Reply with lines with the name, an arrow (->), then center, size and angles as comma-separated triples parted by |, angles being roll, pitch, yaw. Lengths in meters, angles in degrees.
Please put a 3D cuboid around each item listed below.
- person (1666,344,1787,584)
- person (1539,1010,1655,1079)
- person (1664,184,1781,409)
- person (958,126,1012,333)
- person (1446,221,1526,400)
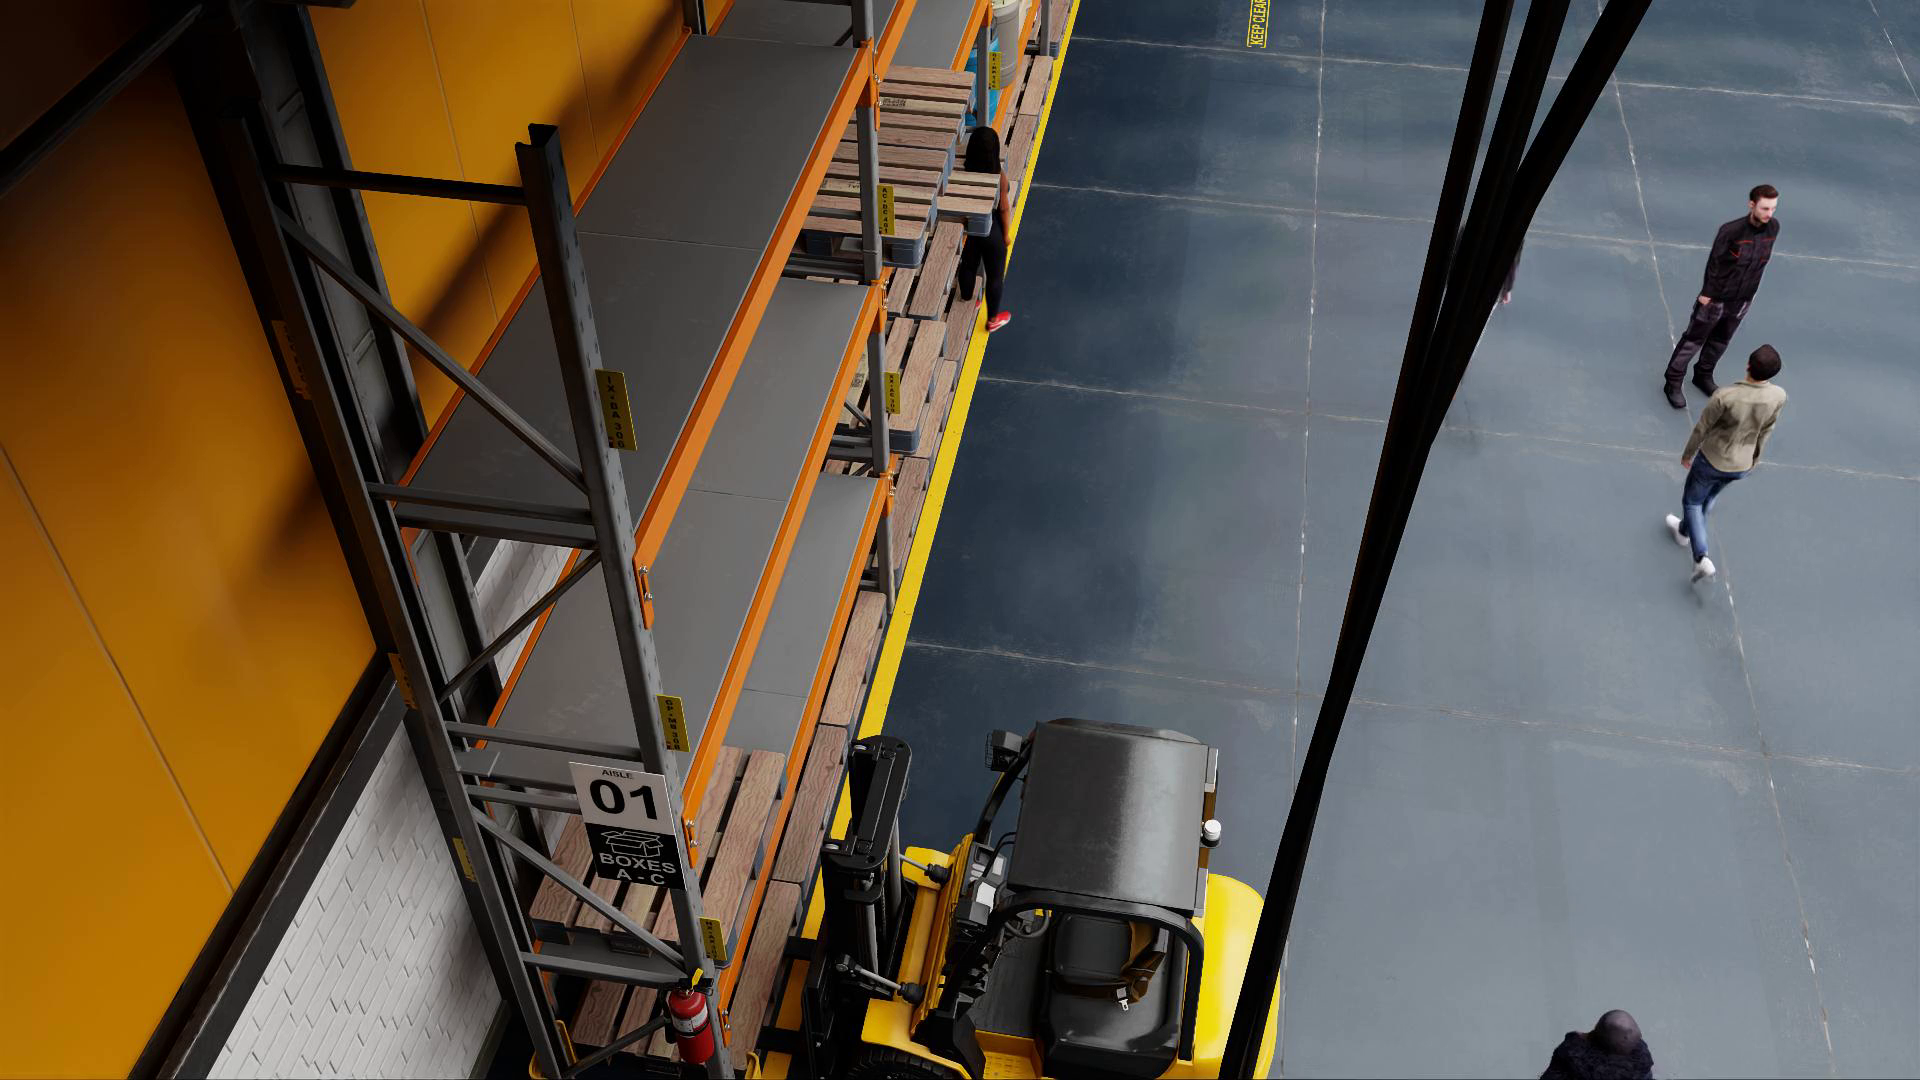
person -> 5.256, -0.506, 11.405 | 0.851, 1.845, 1.128 | -2, 44, -2
person -> 2.997, 2.853, 8.019 | 0.886, 1.652, 1.120 | -9, 44, -9
person -> 5.910, -1.897, 12.814 | 0.775, 1.915, 0.758 | -11, 45, -12
person -> 0.187, -2.537, 13.558 | 0.751, 1.816, 0.751 | 24, 49, 23
person -> 4.013, -1.869, 12.865 | 0.668, 1.806, 1.018 | 6, 44, 6
